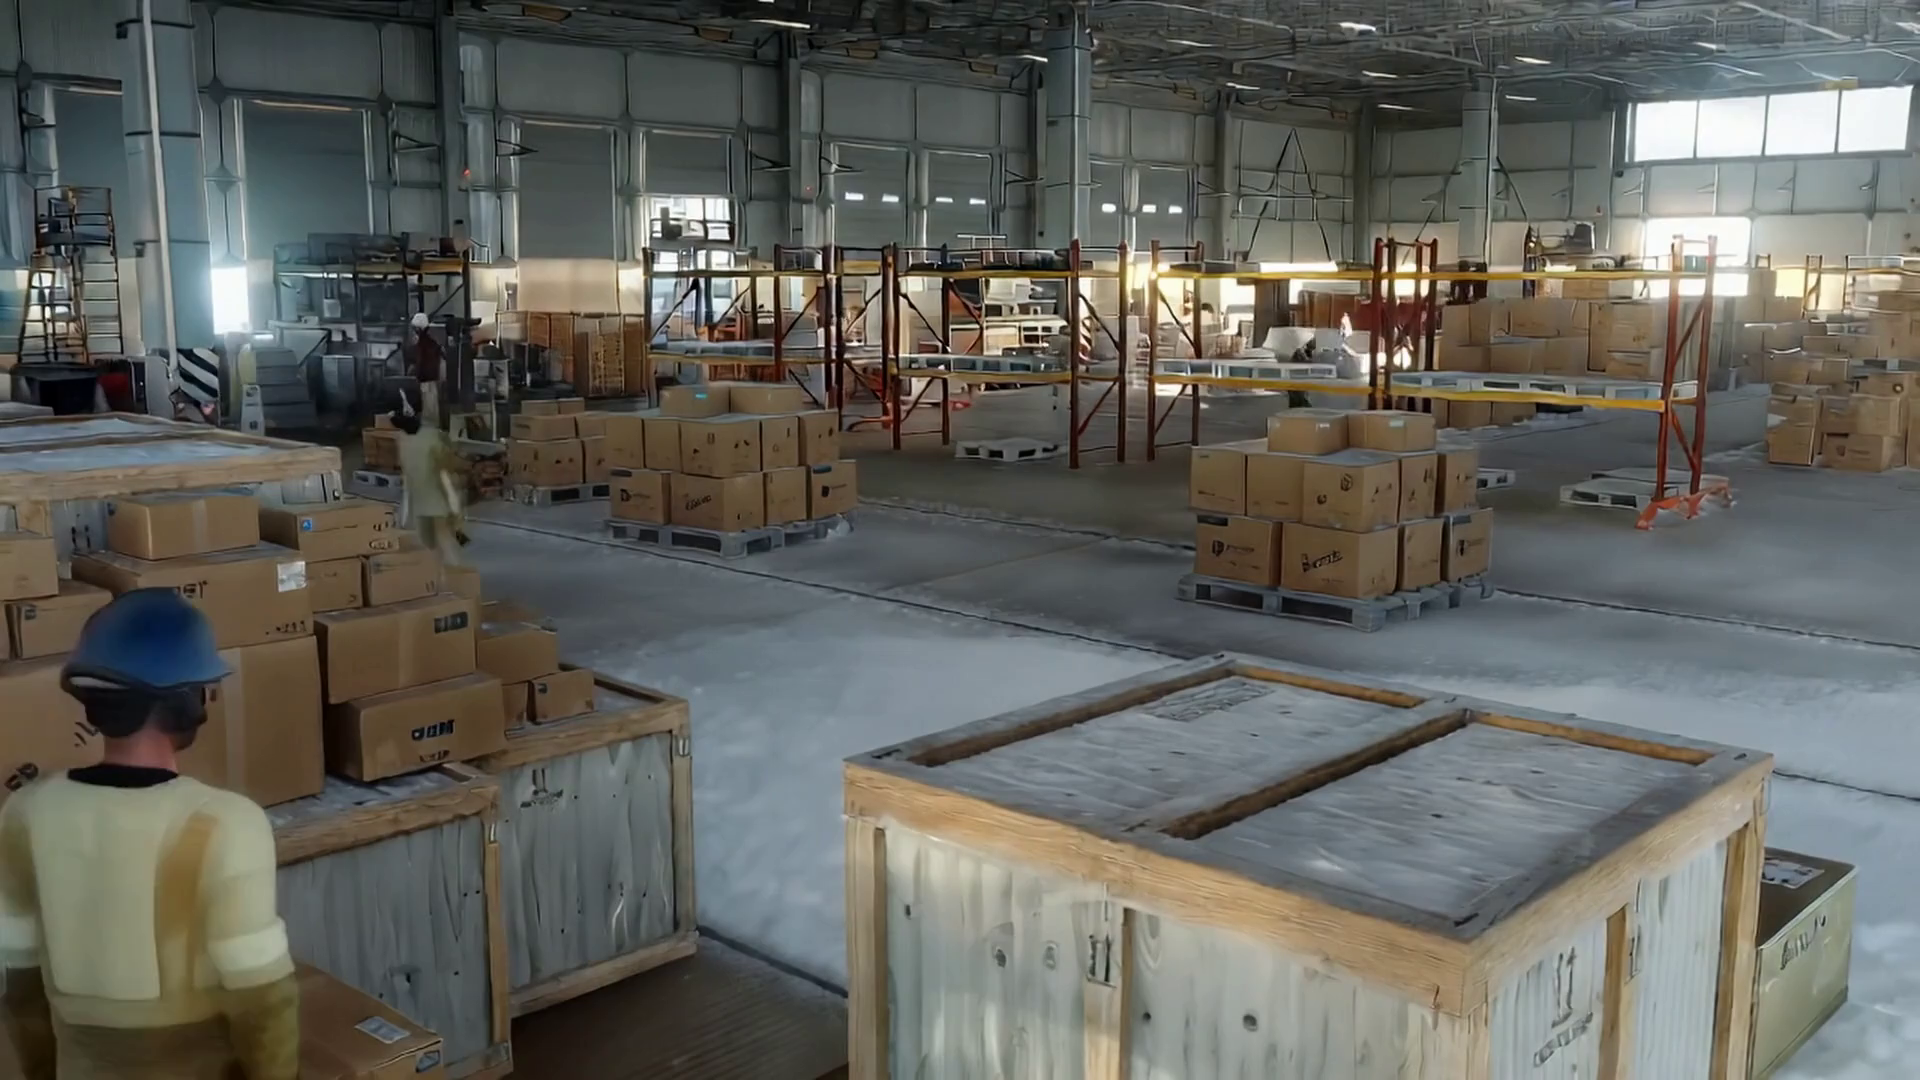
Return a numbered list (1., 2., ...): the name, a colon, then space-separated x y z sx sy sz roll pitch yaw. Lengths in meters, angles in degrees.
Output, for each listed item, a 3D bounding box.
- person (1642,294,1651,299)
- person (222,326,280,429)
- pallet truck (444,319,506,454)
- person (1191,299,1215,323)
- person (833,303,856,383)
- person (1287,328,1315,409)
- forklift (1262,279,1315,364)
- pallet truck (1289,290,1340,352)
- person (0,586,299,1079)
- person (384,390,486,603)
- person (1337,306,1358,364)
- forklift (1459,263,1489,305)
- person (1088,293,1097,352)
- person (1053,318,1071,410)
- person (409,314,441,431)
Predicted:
1. person: 19.626 -6.081 47.711 0.372 1.940 0.630 1 9 5
2. person: -11.838 -2.687 27.570 0.885 1.730 0.537 -4 10 -21
3. pallet truck: -6.981 -1.942 22.150 1.885 1.965 0.823 1 9 9
4. person: 6.026 -5.006 41.209 0.640 1.913 0.846 -3 10 -18
5. person: -2.677 -4.559 38.593 0.569 1.868 0.466 2 9 11
6. person: 4.962 -2.170 24.140 0.733 1.801 0.546 2 9 11
7. forklift: 8.555 -6.090 44.881 1.873 2.768 1.129 9 13 43
8. pallet truck: 11.297 -6.951 52.861 1.885 1.965 0.823 -5 11 -29
9. person: -1.585 1.104 3.358 0.615 2.041 0.396 2 9 13
10. person: -3.818 -0.179 11.964 0.997 1.798 0.593 -8 12 -39
11. person: 10.758 -5.674 46.161 0.468 1.622 0.525 2 9 11
12. forklift: 14.264 -6.317 46.273 1.873 2.768 1.129 -2 10 -15
13. person: 4.074 -6.681 51.435 0.546 1.927 0.389 -8 12 -42
14. person: 1.988 -3.306 31.330 0.483 1.737 0.319 0 9 3
15. person: -8.070 -2.428 25.163 0.419 1.991 0.644 -5 10 -28
